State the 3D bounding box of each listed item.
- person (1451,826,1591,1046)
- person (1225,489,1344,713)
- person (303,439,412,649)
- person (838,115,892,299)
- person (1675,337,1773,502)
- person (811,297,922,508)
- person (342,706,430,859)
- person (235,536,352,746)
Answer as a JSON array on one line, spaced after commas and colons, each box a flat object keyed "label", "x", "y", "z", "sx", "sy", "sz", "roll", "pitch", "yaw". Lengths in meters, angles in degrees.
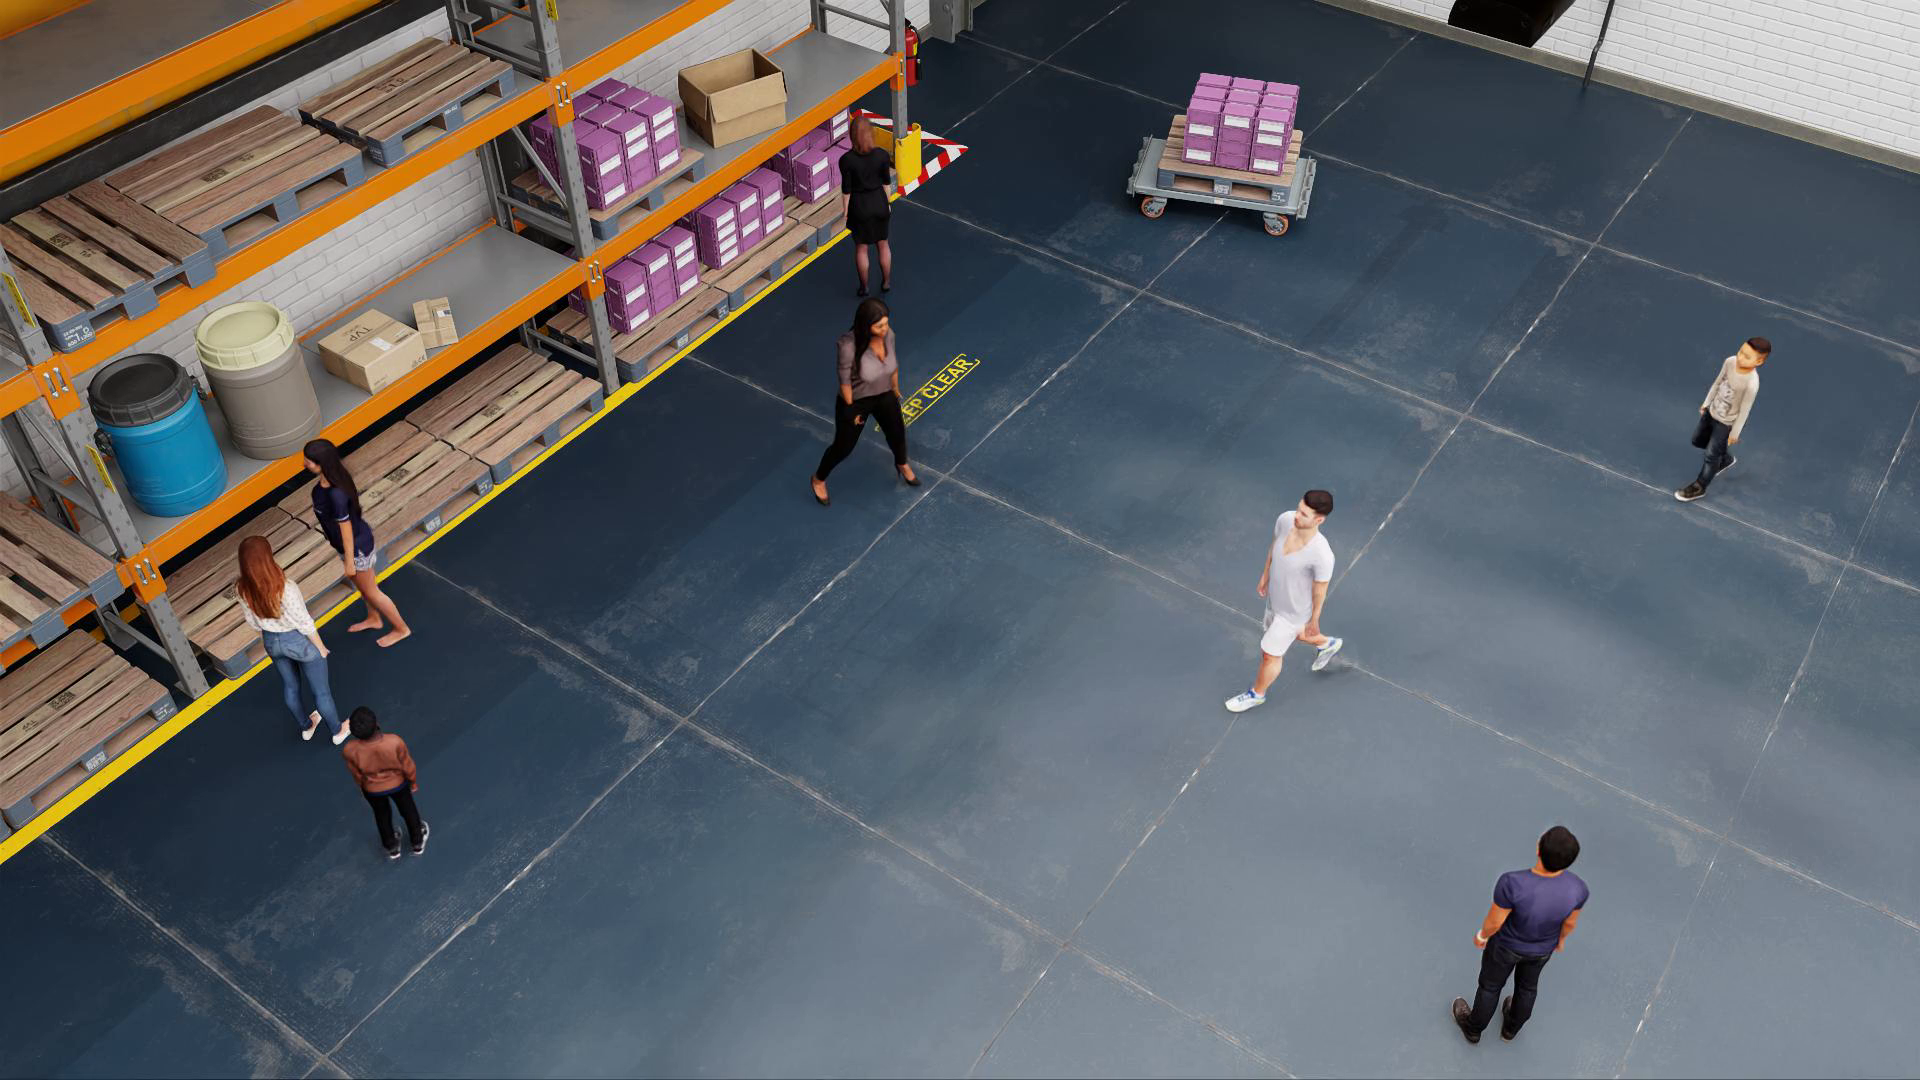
[{"label": "person", "x": 2.980, "y": 2.118, "z": 8.806, "sx": 0.717, "sy": 1.793, "sz": 0.735, "roll": -1, "pitch": 44, "yaw": -1}, {"label": "person", "x": 2.190, "y": 0.351, "z": 10.628, "sx": 1.221, "sy": 1.837, "sz": 1.078, "roll": -15, "pitch": 46, "yaw": -15}, {"label": "person", "x": -3.994, "y": 0.018, "z": 11.028, "sx": 0.785, "sy": 1.768, "sz": 0.727, "roll": -14, "pitch": 45, "yaw": -14}, {"label": "person", "x": -0.775, "y": -2.784, "z": 14.016, "sx": 0.636, "sy": 1.703, "sz": 0.719, "roll": -11, "pitch": 45, "yaw": -12}, {"label": "person", "x": 5.686, "y": -0.906, "z": 12.227, "sx": 0.845, "sy": 1.453, "sz": 0.780, "roll": -8, "pitch": 44, "yaw": -9}, {"label": "person", "x": -0.645, "y": -1.014, "z": 12.085, "sx": 0.822, "sy": 1.804, "sz": 1.045, "roll": -30, "pitch": 51, "yaw": -27}, {"label": "person", "x": -3.426, "y": 1.449, "z": 9.900, "sx": 0.570, "sy": 1.253, "sz": 0.644, "roll": -11, "pitch": 45, "yaw": -11}, {"label": "person", "x": -4.192, "y": 0.641, "z": 10.405, "sx": 0.645, "sy": 1.726, "sz": 0.632, "roll": 8, "pitch": 44, "yaw": 9}]
